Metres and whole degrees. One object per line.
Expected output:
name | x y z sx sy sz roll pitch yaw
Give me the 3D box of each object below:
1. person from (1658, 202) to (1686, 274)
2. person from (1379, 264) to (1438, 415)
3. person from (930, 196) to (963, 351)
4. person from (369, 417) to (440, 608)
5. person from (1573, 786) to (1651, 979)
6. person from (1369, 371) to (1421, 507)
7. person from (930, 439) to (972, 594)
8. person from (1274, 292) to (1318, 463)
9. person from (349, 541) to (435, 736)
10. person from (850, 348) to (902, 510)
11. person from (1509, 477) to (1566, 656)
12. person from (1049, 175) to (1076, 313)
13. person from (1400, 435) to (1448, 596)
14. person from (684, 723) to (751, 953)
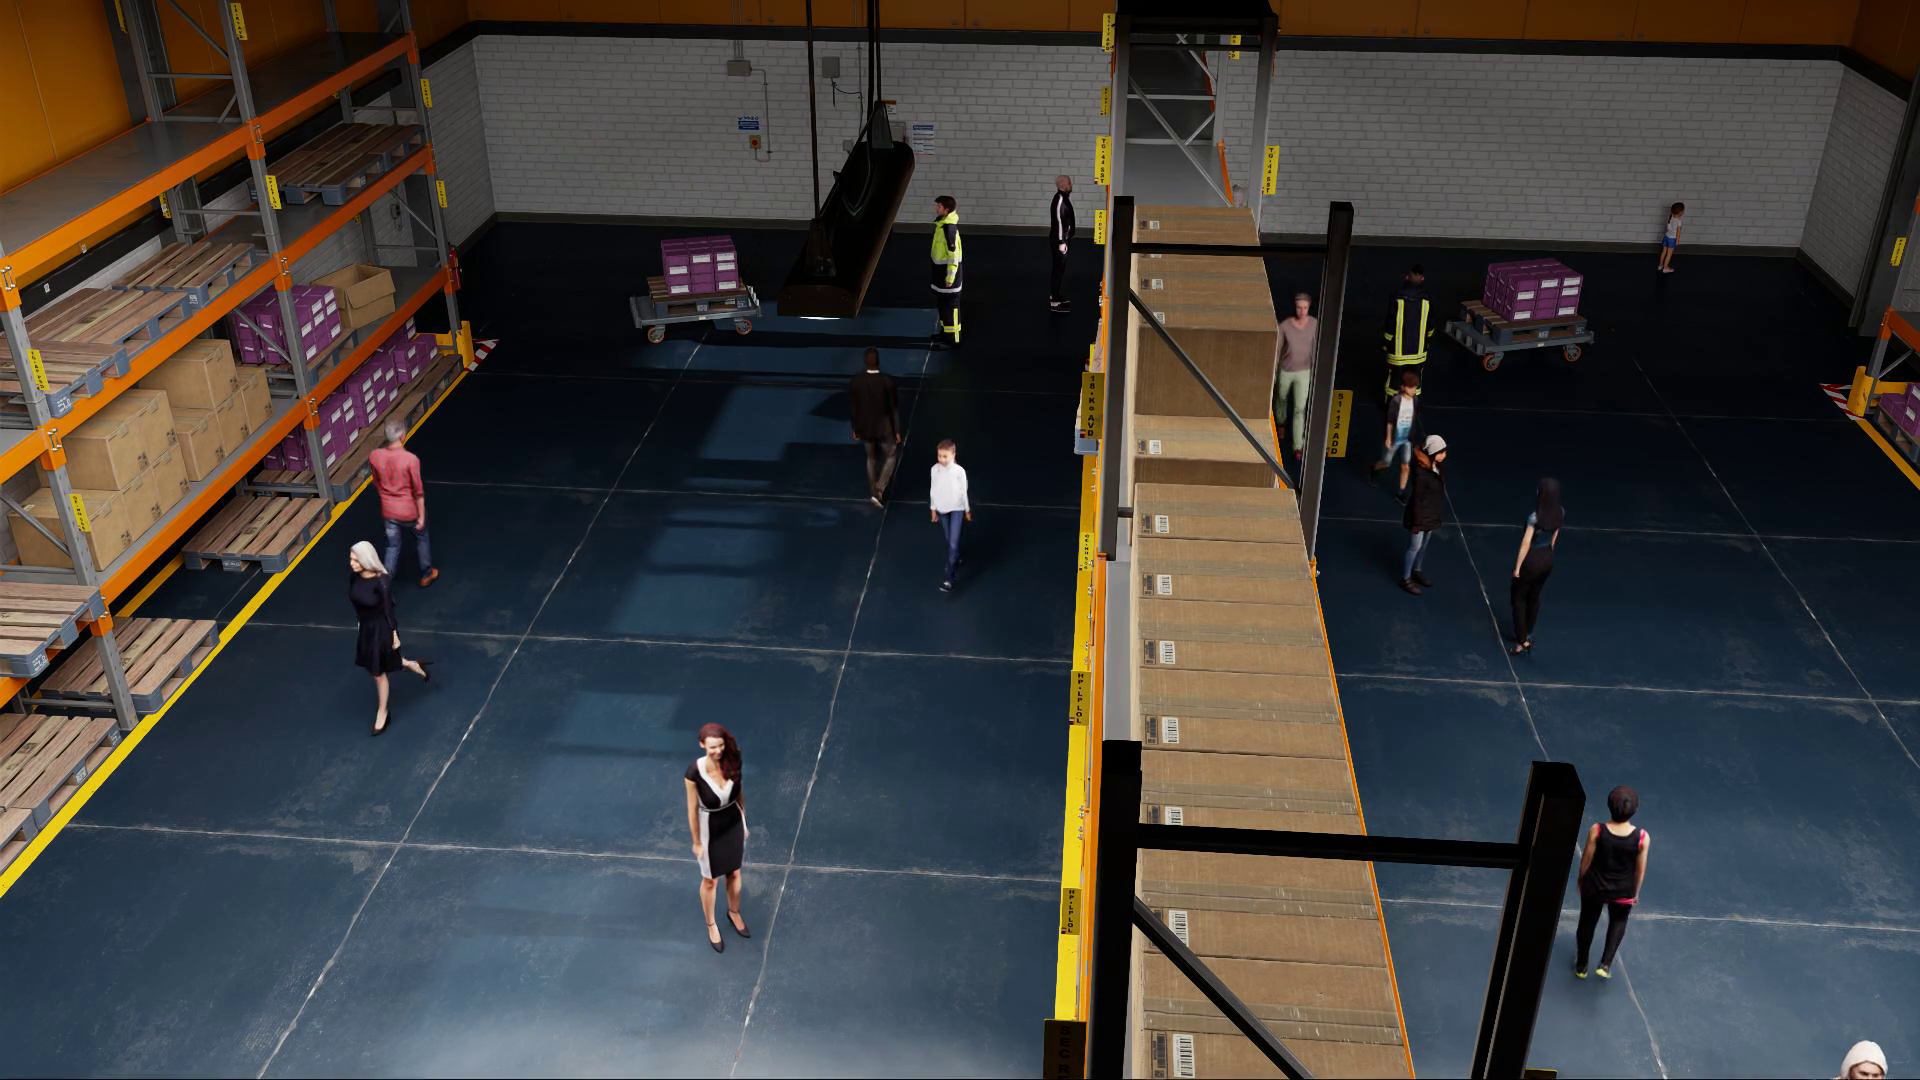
person | 10.200 -4.351 23.845 0.520 1.020 0.422 -6 29 -11
person | 5.185 -2.331 19.266 0.765 1.859 0.705 0 29 0
person | -0.162 -3.411 21.115 0.910 1.982 0.718 -7 29 -12
person | -5.239 -0.237 15.488 0.716 1.800 1.130 3 29 6
person | 4.307 2.332 11.047 0.623 1.542 0.667 10 30 17
person | 4.573 -1.106 17.470 0.736 1.427 0.979 -8 30 -14
person | -0.054 -0.300 15.912 0.750 1.504 1.111 11 30 19
person | 3.685 -1.876 18.473 0.711 1.819 1.269 1 29 2
person | -4.738 0.755 13.747 0.827 1.726 1.050 15 32 25
person | -0.870 -1.099 17.076 0.745 1.792 0.881 6 29 11
person | 5.098 0.237 14.686 0.679 1.736 0.719 -13 31 -22
person | 1.343 -4.013 22.372 0.726 1.837 0.501 2 29 3
person | 4.370 -0.267 15.717 0.788 1.633 0.705 21 35 33
person | -1.645 2.012 11.369 0.639 1.796 0.689 -20 35 -32
